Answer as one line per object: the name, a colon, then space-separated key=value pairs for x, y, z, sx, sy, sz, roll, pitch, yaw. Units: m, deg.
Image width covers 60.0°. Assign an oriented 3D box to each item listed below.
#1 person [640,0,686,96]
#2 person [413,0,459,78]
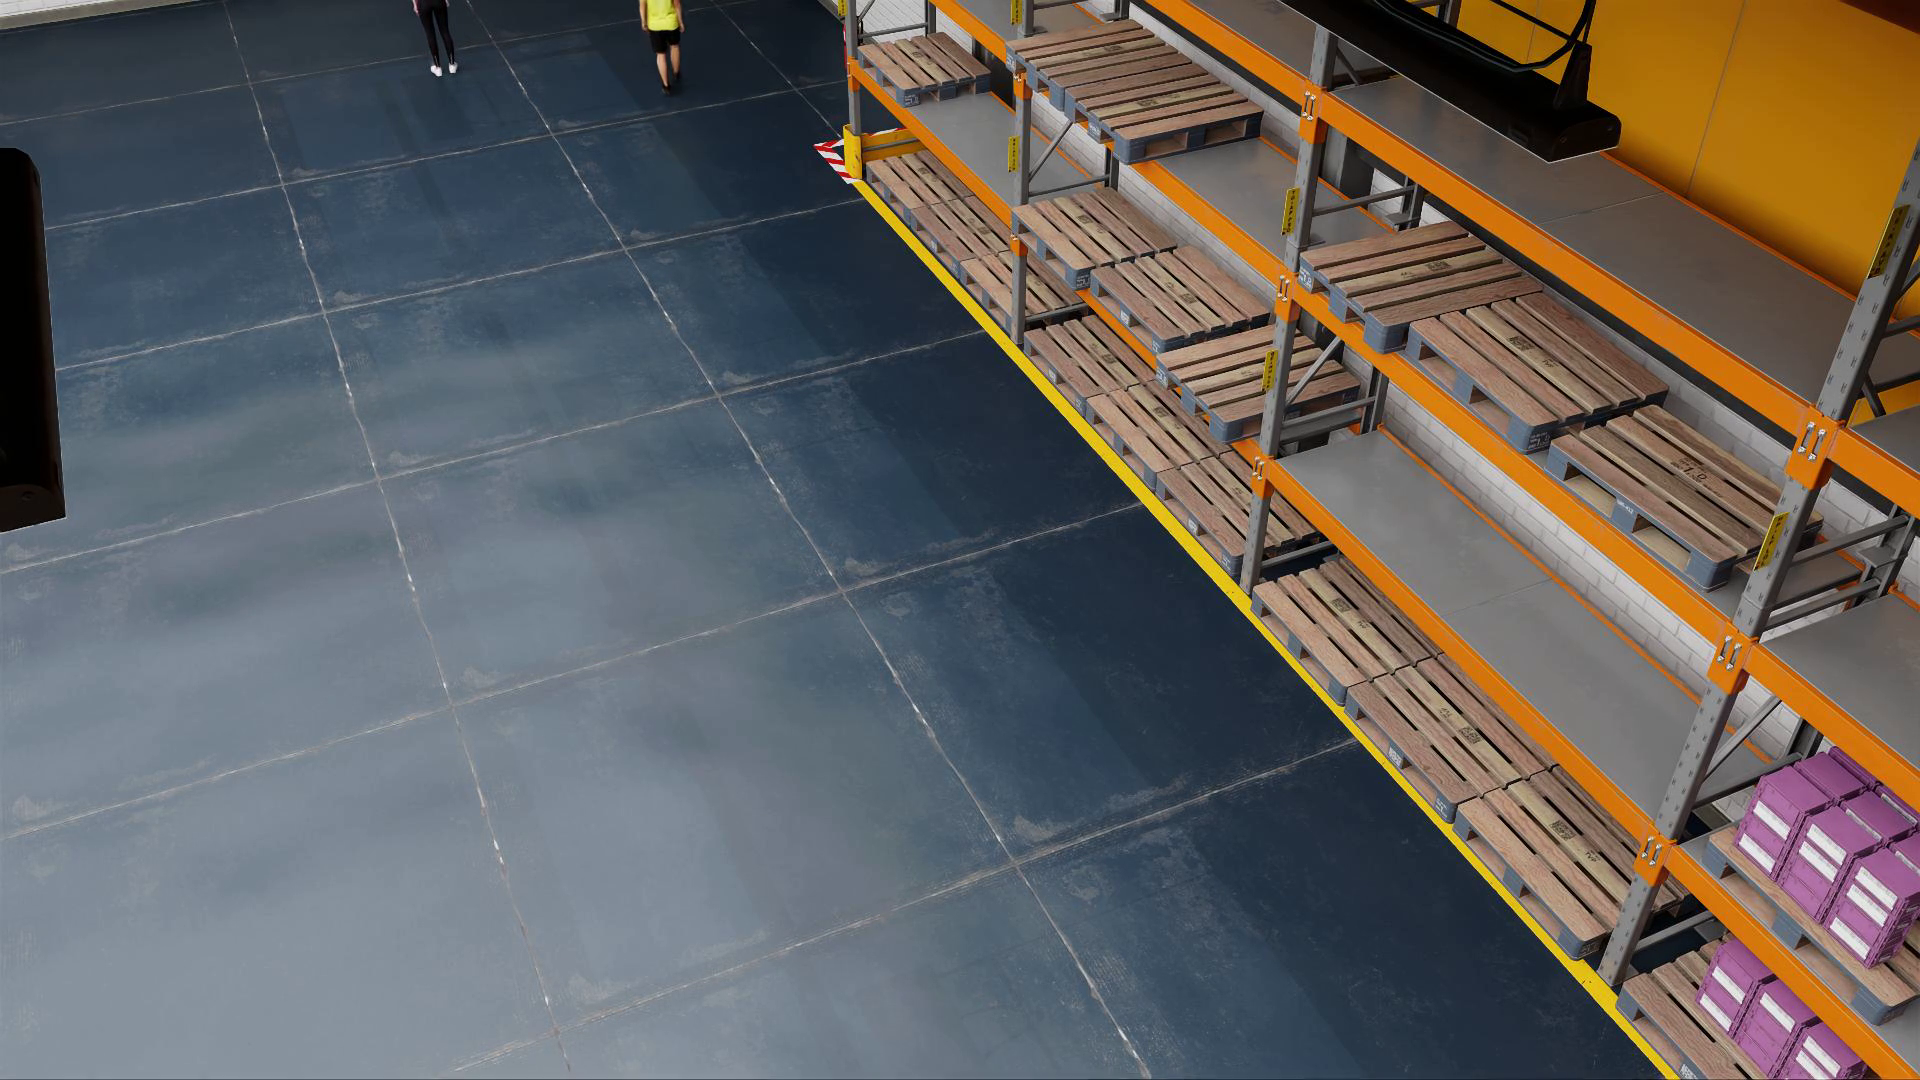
person: x=-3.503 y=-6.086 z=19.625 sx=0.782 sy=1.693 sz=0.910 roll=-6 pitch=39 yaw=-7
person: x=-6.389 y=-6.487 z=20.089 sx=0.579 sy=1.740 sz=0.514 roll=-17 pitch=42 yaw=-20
